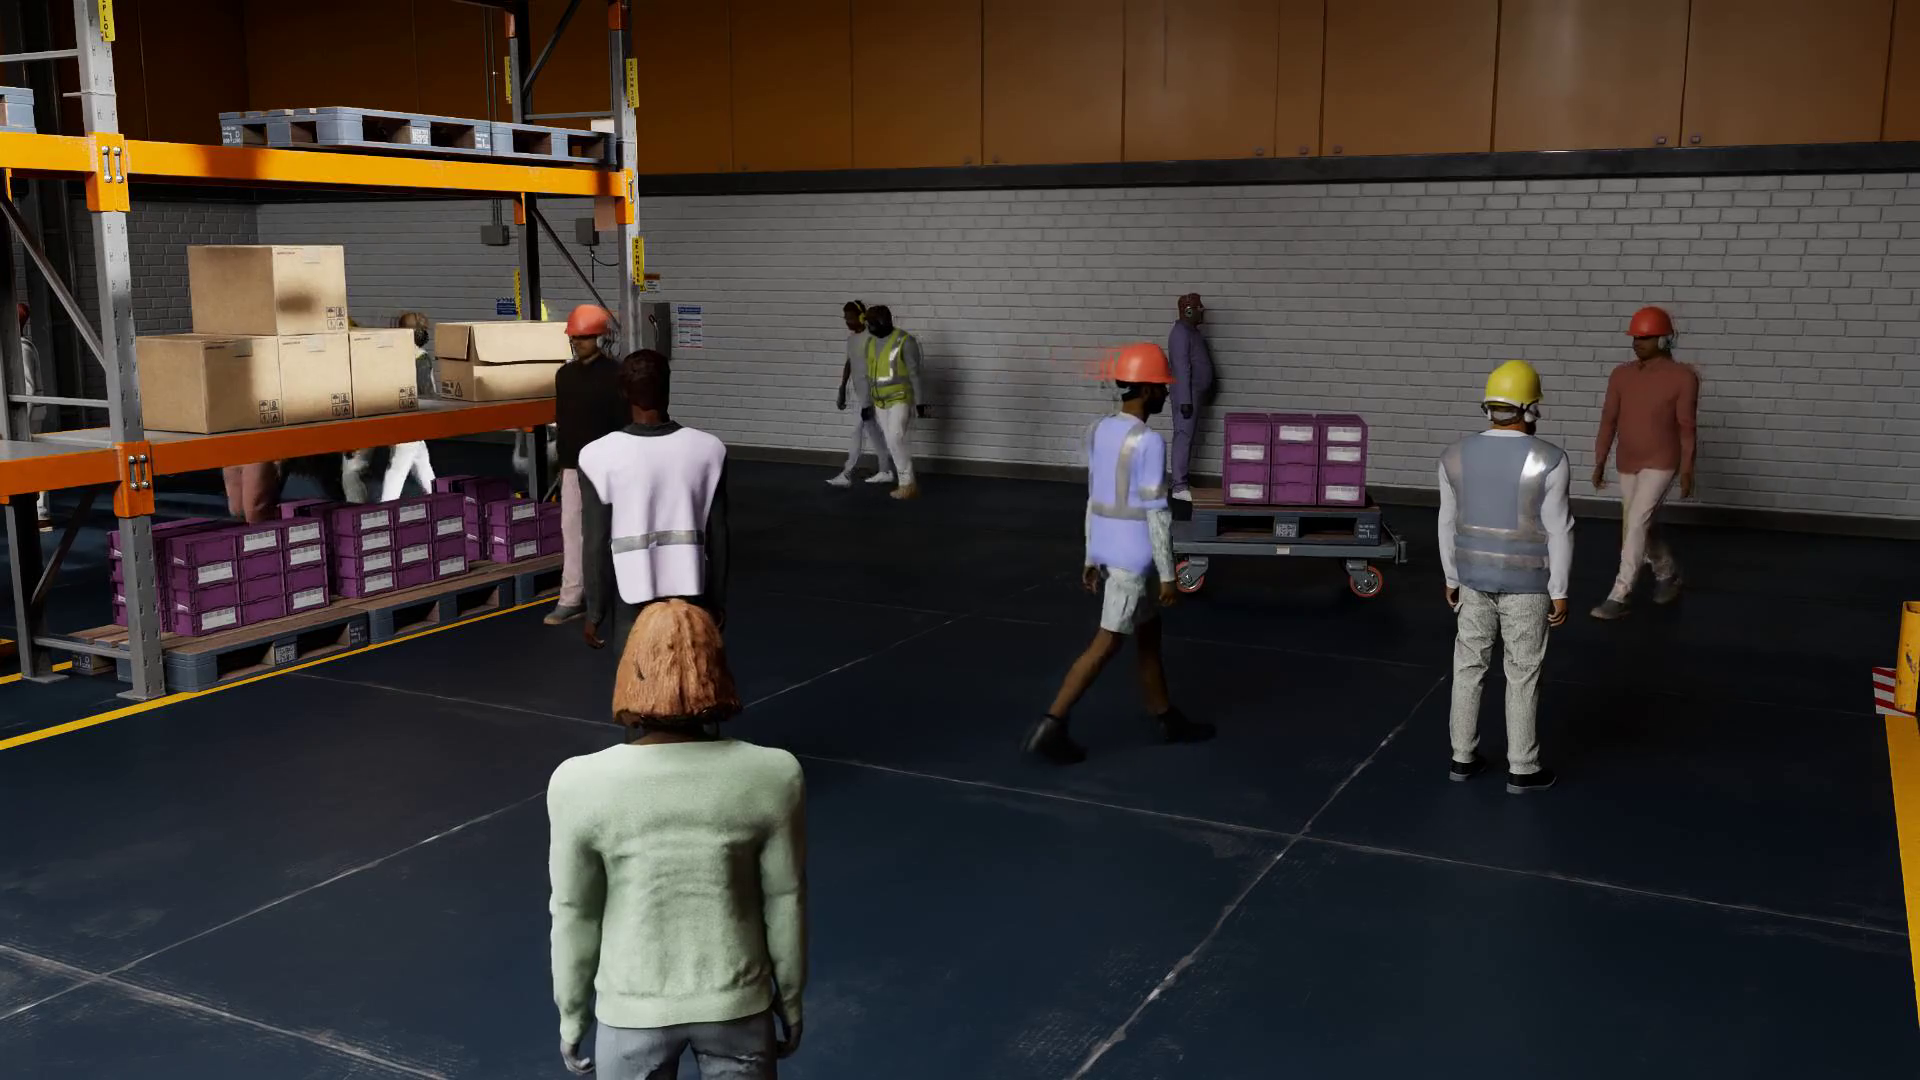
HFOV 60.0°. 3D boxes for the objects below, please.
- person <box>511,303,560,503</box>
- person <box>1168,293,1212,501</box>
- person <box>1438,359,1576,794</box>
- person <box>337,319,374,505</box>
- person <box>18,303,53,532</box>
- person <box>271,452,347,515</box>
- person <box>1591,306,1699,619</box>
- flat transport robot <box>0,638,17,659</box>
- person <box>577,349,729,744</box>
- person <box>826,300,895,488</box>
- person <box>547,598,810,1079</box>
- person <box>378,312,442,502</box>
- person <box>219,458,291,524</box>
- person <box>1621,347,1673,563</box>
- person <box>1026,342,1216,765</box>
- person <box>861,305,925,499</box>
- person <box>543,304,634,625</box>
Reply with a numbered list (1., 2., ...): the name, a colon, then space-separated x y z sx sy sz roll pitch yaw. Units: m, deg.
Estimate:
1. person: -3.453 -1.017 13.645 0.582 1.909 0.415 6 12 32
2. person: 2.126 -1.321 15.399 0.411 1.913 0.643 2 10 12
3. person: 2.323 0.155 7.066 0.590 1.837 0.404 9 13 43
4. person: -4.643 -0.792 12.757 0.409 1.794 0.617 -2 10 -14
5. person: -7.668 -0.997 13.597 0.355 1.885 0.575 -6 12 -33
6. person: -5.113 -0.975 13.019 0.695 2.000 1.039 7 12 35
7. person: 4.383 -0.508 10.578 0.973 1.958 0.632 -6 12 -32
8. flat transport robot: -5.893 0.634 8.823 0.652 0.197 1.431 5 11 26
9. person: -1.165 0.229 6.412 0.590 1.917 0.396 -5 11 -28
10. person: -0.992 -1.421 16.242 0.936 1.813 0.657 -6 12 -33
11. person: -0.538 0.922 3.249 0.497 1.624 0.287 -2 10 -12
12. person: -4.460 -0.963 13.673 0.961 1.790 0.640 -9 13 -42
13. person: -4.780 -0.605 11.349 0.656 1.886 0.738 5 11 25
14. person: 5.100 -0.649 12.299 0.275 1.636 0.507 1 10 4
15. person: 0.721 0.061 7.474 0.991 1.895 0.562 -4 10 -20
16. person: -0.622 -1.276 15.469 0.508 1.802 0.638 -9 13 -43
17. person: -2.268 -0.487 10.402 0.633 1.971 0.839 5 11 27
